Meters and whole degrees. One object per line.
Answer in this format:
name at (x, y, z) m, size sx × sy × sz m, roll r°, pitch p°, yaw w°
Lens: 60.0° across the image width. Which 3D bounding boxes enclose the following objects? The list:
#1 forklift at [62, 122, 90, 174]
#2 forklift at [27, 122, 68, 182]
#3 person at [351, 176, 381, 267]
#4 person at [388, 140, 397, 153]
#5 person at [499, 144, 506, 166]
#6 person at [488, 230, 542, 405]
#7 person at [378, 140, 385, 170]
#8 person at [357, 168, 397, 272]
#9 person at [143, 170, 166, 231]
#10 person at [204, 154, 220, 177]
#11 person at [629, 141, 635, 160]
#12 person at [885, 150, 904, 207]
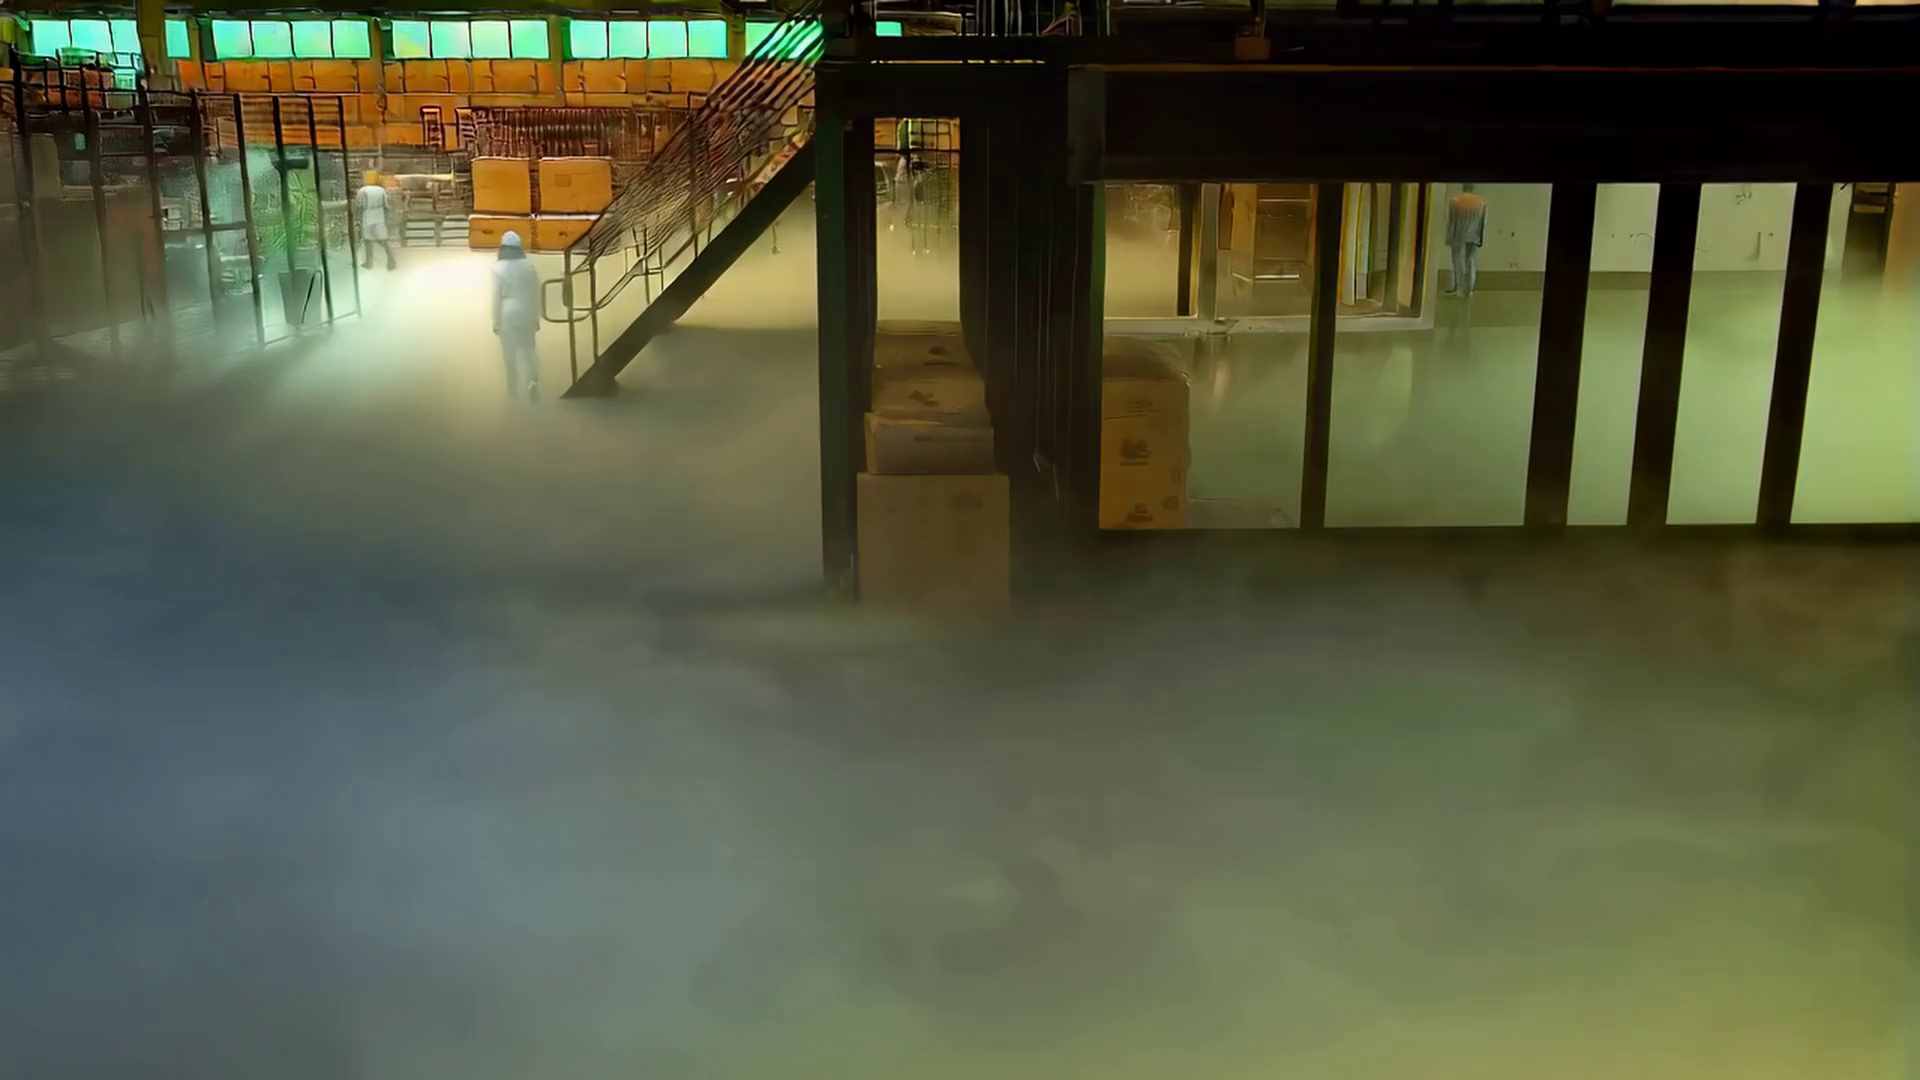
forklift at (-38.650, -16.971, 73.161) m, size 1.129 × 2.768 × 1.873 m, roll 2°, pitch 14°, yaw 8°
forklift at (-35.376, -14.773, 64.377) m, size 1.129 × 2.768 × 1.873 m, roll -1°, pitch 14°, yaw -2°
person at (-11.596, -6.171, 32.295) m, size 0.394 × 1.755 × 0.528 m, roll 5°, pitch 15°, yaw 18°
person at (-29.083, -19.522, 85.246) m, size 0.389 × 1.949 × 0.604 m, roll 7°, pitch 16°, yaw 26°
person at (-23.944, -19.880, 86.937) m, size 0.607 × 1.819 × 0.588 m, roll -5°, pitch 15°, yaw -19°
person at (-4.380, -2.192, 16.451) m, size 0.489 × 1.720 × 0.741 m, roll -6°, pitch 15°, yaw -24°
person at (-28.198, -18.467, 80.987) m, size 0.705 × 1.972 × 0.623 m, roll -3°, pitch 14°, yaw -13°
person at (-10.981, -6.005, 31.246) m, size 0.937 × 1.936 × 0.606 m, roll 12°, pitch 19°, yaw 40°
person at (-16.087, -6.433, 33.070) m, size 0.956 × 1.887 × 0.581 m, roll 3°, pitch 14°, yaw 11°
person at (-23.247, -11.094, 51.842) m, size 0.611 × 1.817 × 0.443 m, roll 0°, pitch 14°, yaw 2°
person at (-18.268, -21.347, 92.823) m, size 0.707 × 1.817 × 0.569 m, roll 3°, pitch 14°, yaw 12°
person at (-2.224, -12.272, 56.420) m, size 0.651 × 1.881 × 0.857 m, roll 2°, pitch 14°, yaw 9°
